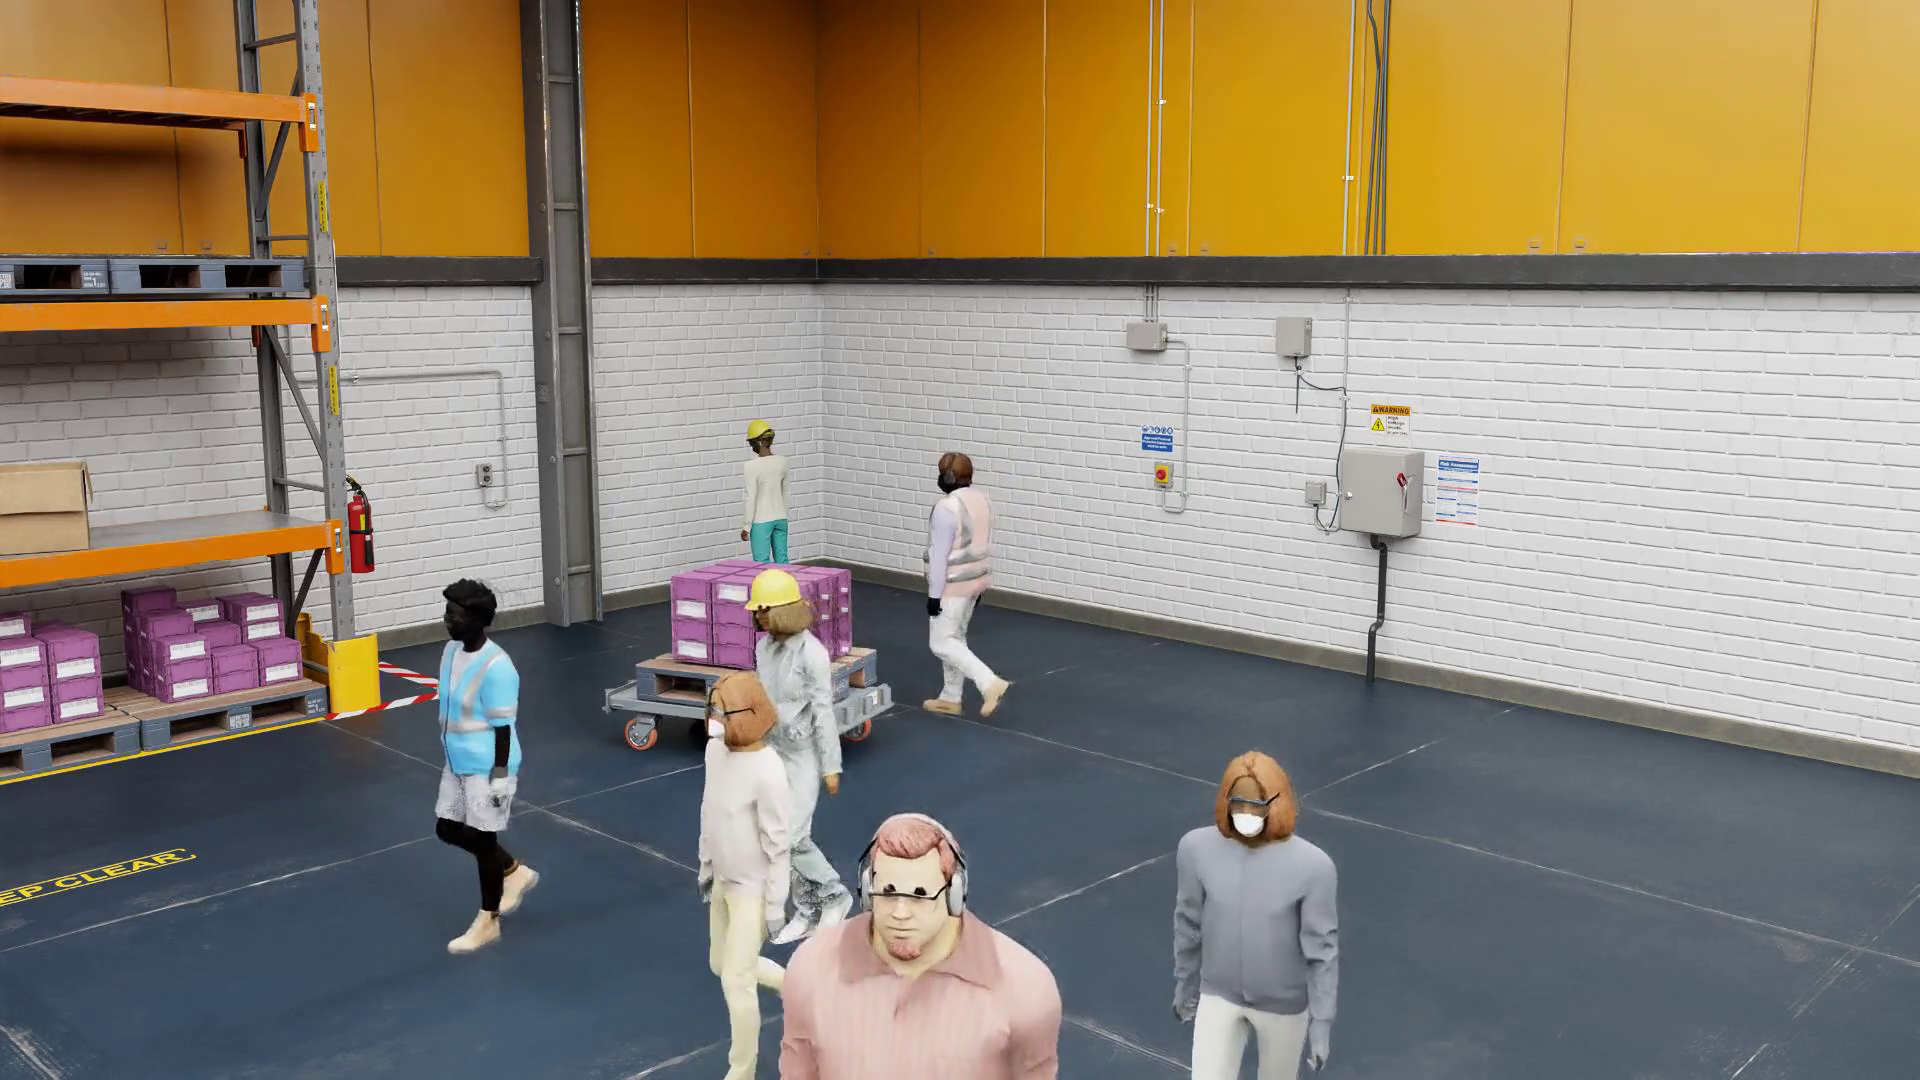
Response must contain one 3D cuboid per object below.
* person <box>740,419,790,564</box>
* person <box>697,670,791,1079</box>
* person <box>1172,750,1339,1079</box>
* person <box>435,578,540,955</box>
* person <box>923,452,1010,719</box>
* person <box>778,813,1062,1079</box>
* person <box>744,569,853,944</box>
[{"bbox_3d":[-1.665,-0.150,14.208,0.329,1.761,0.522,8,12,39],"label":"person"},{"bbox_3d":[-0.731,1.249,6.057,0.584,1.616,0.514,-6,11,-34],"label":"person"},{"bbox_3d":[0.856,1.431,4.983,0.526,1.589,0.817,4,10,22],"label":"person"},{"bbox_3d":[-2.111,0.989,7.407,0.421,1.686,0.537,-9,13,-42],"label":"person"},{"bbox_3d":[0.030,0.319,11.144,0.638,1.821,0.637,4,10,26],"label":"person"},{"bbox_3d":[-0.086,1.493,3.783,0.653,1.884,0.792,2,9,12],"label":"person"},{"bbox_3d":[-0.743,0.976,7.382,0.397,1.724,0.513,-8,12,-39],"label":"person"}]
